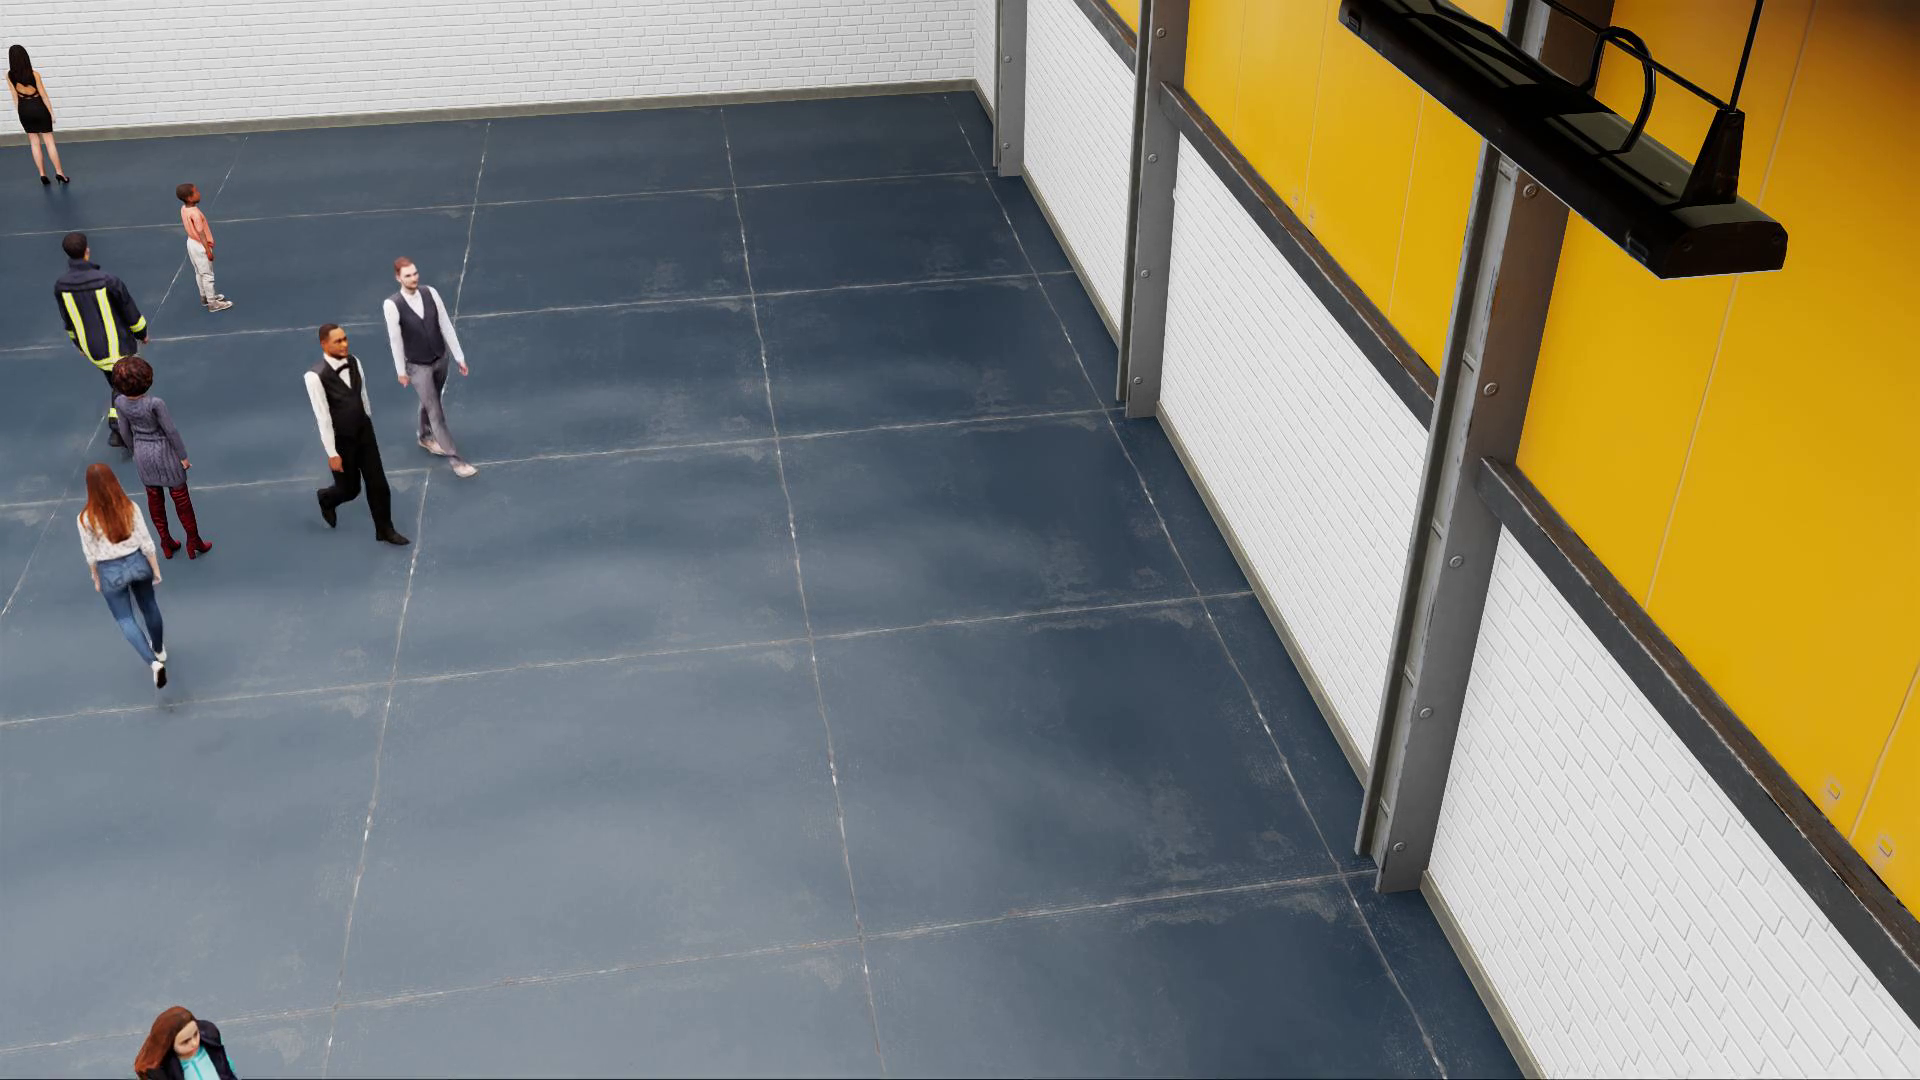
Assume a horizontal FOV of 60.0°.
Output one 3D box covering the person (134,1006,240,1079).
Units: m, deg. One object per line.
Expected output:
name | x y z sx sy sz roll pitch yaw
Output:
person | -3.634 2.757 7.937 0.935 1.490 0.881 19 38 27

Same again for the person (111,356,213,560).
person | -6.192 -0.625 12.826 0.642 1.710 0.603 3 34 5

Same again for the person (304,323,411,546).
person | -4.830 -0.813 12.944 1.169 1.892 1.131 18 38 25

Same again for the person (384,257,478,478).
person | -4.535 -1.510 13.993 1.261 1.891 1.155 24 41 32

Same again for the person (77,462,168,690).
person | -5.748 0.262 11.489 0.874 1.713 1.060 -23 40 -30

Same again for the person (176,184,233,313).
person | -7.634 -2.943 16.676 0.603 1.308 0.518 -26 41 -33

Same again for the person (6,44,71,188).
person | -10.777 -4.939 19.373 0.545 1.646 0.474 -6 34 -9

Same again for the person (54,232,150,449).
person | -7.310 -1.672 14.234 0.935 1.895 1.246 1 34 1
